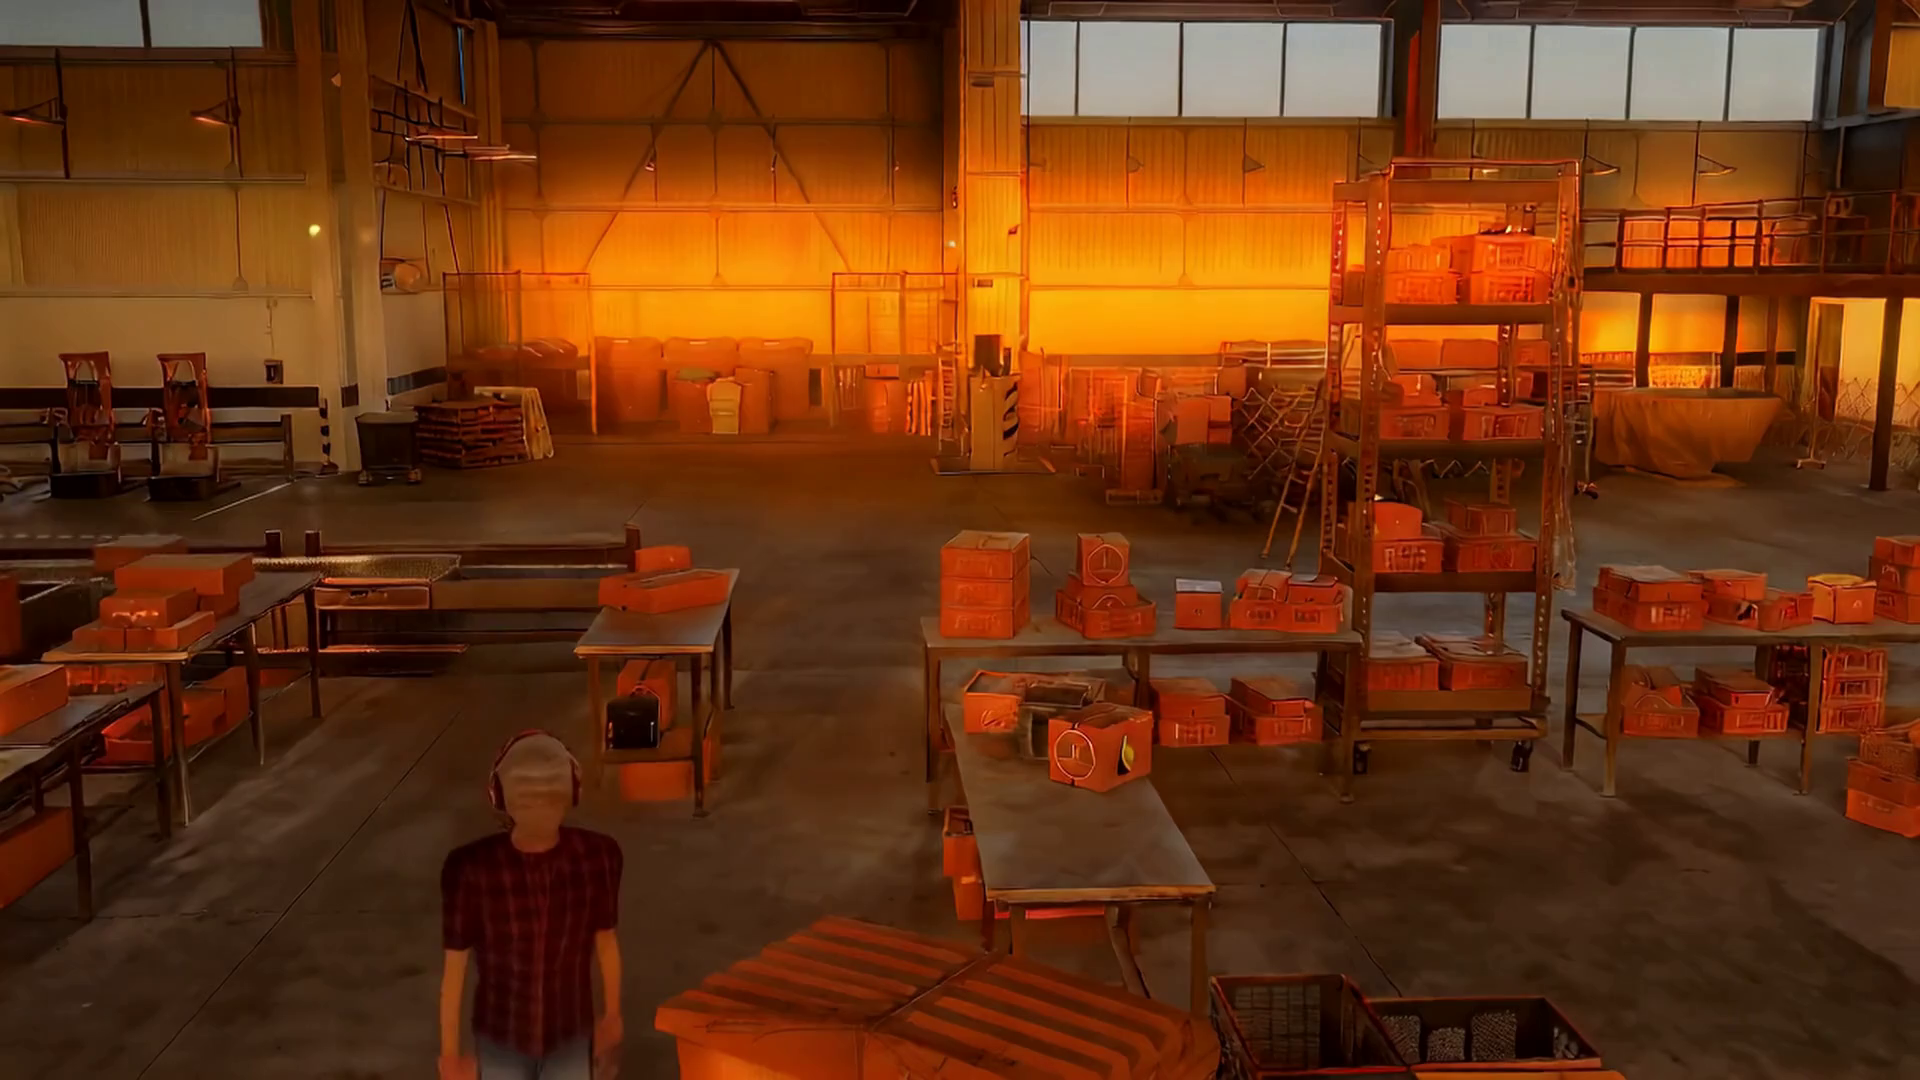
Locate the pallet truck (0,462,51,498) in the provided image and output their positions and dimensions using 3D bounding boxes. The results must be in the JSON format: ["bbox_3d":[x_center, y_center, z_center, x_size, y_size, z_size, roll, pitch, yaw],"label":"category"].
[{"bbox_3d":[-13.193,-1.293,23.148,0.653,1.274,1.630,-1,9,-4],"label":"pallet truck"}]

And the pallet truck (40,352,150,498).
[{"bbox_3d":[-11.907,-1.642,23.165,0.823,1.965,1.885,0,9,0],"label":"pallet truck"}]

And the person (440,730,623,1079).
[{"bbox_3d":[-1.189,1.402,4.635,0.527,1.819,0.998,-3,9,-18],"label":"person"}]

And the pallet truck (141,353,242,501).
[{"bbox_3d":[-10.520,-1.604,22.925,0.823,1.965,1.885,-1,9,-6],"label":"pallet truck"}]
